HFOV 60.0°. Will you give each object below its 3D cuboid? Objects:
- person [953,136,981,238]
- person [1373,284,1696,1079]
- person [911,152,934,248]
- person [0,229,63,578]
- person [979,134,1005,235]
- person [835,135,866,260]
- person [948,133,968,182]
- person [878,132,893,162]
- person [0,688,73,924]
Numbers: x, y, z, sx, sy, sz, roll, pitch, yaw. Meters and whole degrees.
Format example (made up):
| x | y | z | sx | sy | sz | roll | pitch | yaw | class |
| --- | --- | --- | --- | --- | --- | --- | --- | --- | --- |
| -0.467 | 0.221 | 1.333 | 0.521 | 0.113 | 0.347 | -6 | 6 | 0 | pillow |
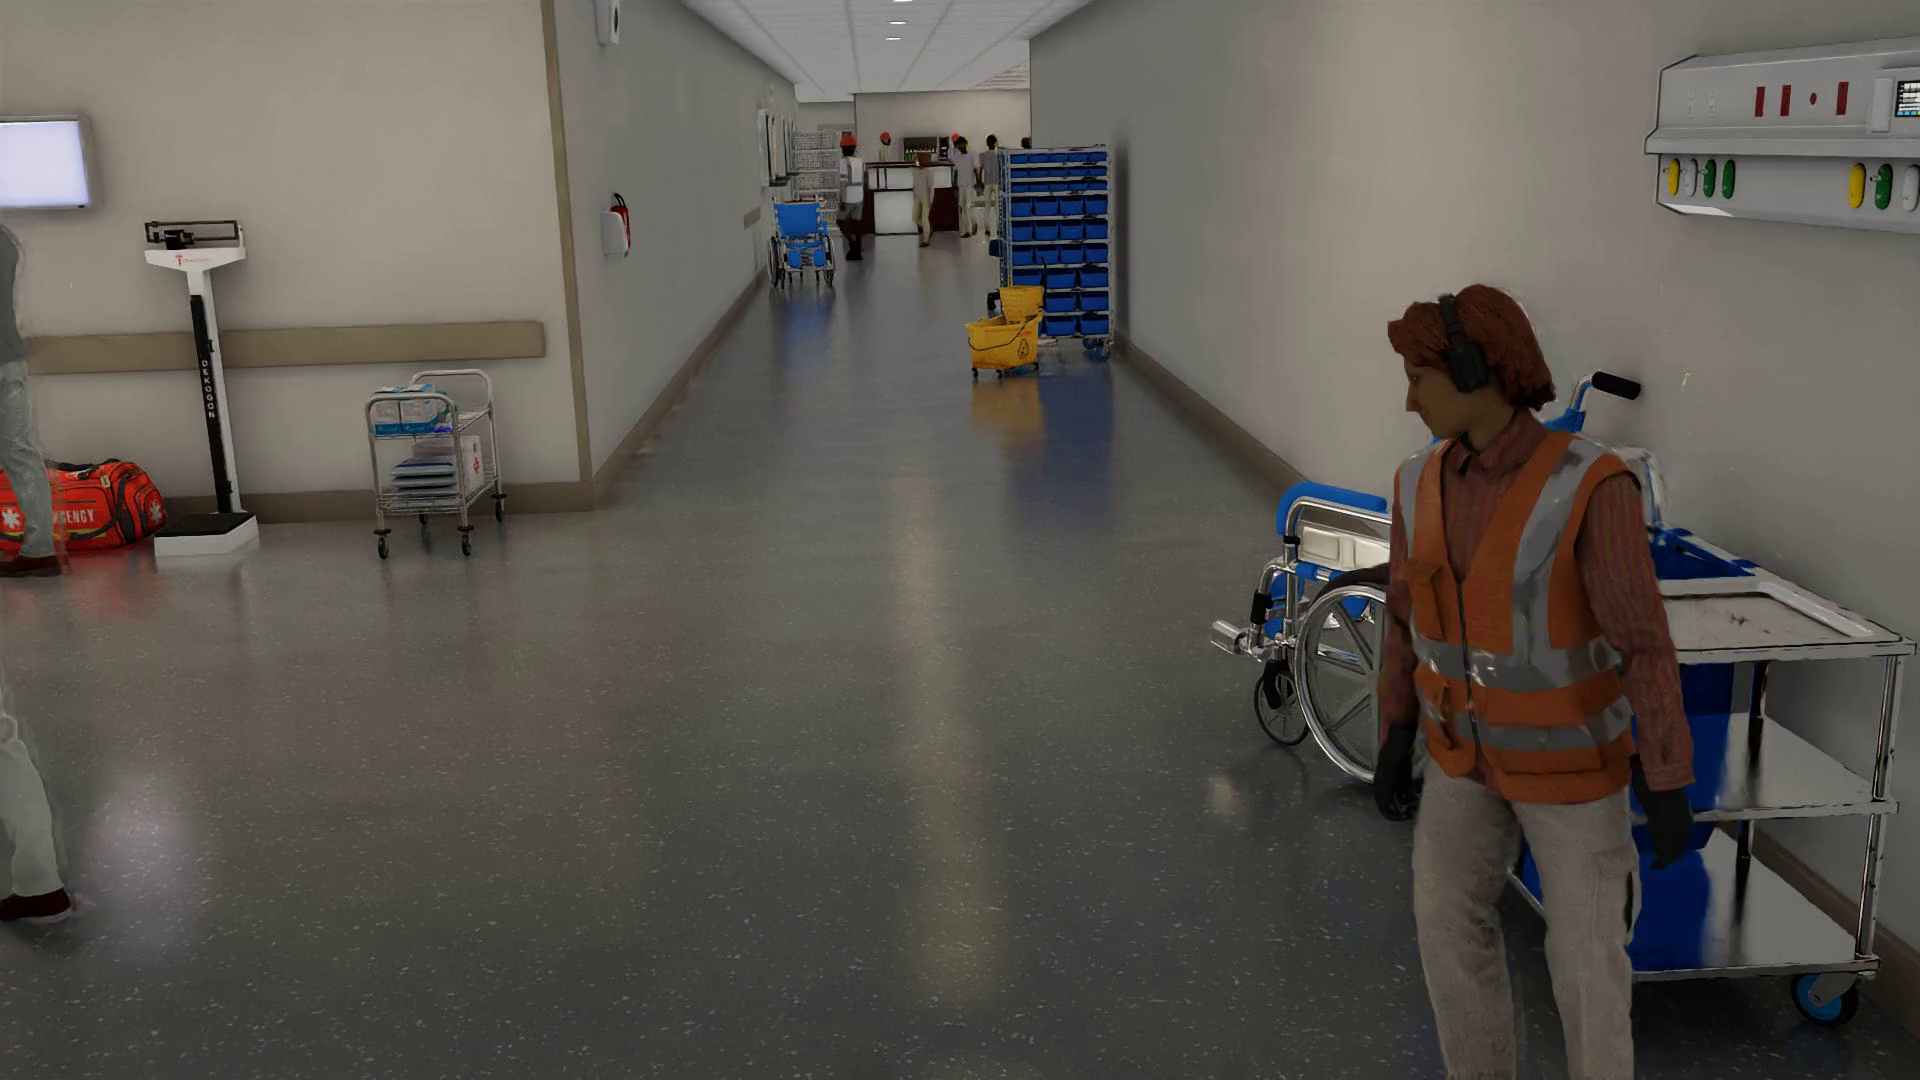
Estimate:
| x | y | z | sx | sy | sz | roll | pitch | yaw | class |
| --- | --- | --- | --- | --- | --- | --- | --- | --- | --- |
| 0.097 | -6.504 | 30.686 | 0.563 | 1.852 | 0.397 | 7 | 16 | 32 | person |
| 0.958 | 0.398 | 2.734 | 0.326 | 1.611 | 0.654 | -10 | 16 | -31 | person |
| -0.609 | -5.820 | 28.458 | 0.504 | 1.623 | 0.410 | 11 | 18 | 42 | person |
| -4.540 | -0.757 | 7.533 | 0.868 | 1.898 | 0.655 | 1 | 14 | 13 | person |
| 0.614 | -6.666 | 31.268 | 0.524 | 1.871 | 0.325 | 2 | 14 | 15 | person |
| -1.699 | -5.299 | 25.813 | 0.408 | 1.921 | 0.557 | 10 | 18 | 39 | person |
| -0.061 | -8.948 | 40.604 | 0.545 | 1.929 | 0.390 | 5 | 15 | 27 | person |
| -1.754 | -8.777 | 39.951 | 0.376 | 1.997 | 0.612 | -7 | 15 | -20 | person |
| -2.627 | 0.194 | 4.043 | 0.828 | 1.586 | 0.510 | 2 | 14 | 14 | person |
